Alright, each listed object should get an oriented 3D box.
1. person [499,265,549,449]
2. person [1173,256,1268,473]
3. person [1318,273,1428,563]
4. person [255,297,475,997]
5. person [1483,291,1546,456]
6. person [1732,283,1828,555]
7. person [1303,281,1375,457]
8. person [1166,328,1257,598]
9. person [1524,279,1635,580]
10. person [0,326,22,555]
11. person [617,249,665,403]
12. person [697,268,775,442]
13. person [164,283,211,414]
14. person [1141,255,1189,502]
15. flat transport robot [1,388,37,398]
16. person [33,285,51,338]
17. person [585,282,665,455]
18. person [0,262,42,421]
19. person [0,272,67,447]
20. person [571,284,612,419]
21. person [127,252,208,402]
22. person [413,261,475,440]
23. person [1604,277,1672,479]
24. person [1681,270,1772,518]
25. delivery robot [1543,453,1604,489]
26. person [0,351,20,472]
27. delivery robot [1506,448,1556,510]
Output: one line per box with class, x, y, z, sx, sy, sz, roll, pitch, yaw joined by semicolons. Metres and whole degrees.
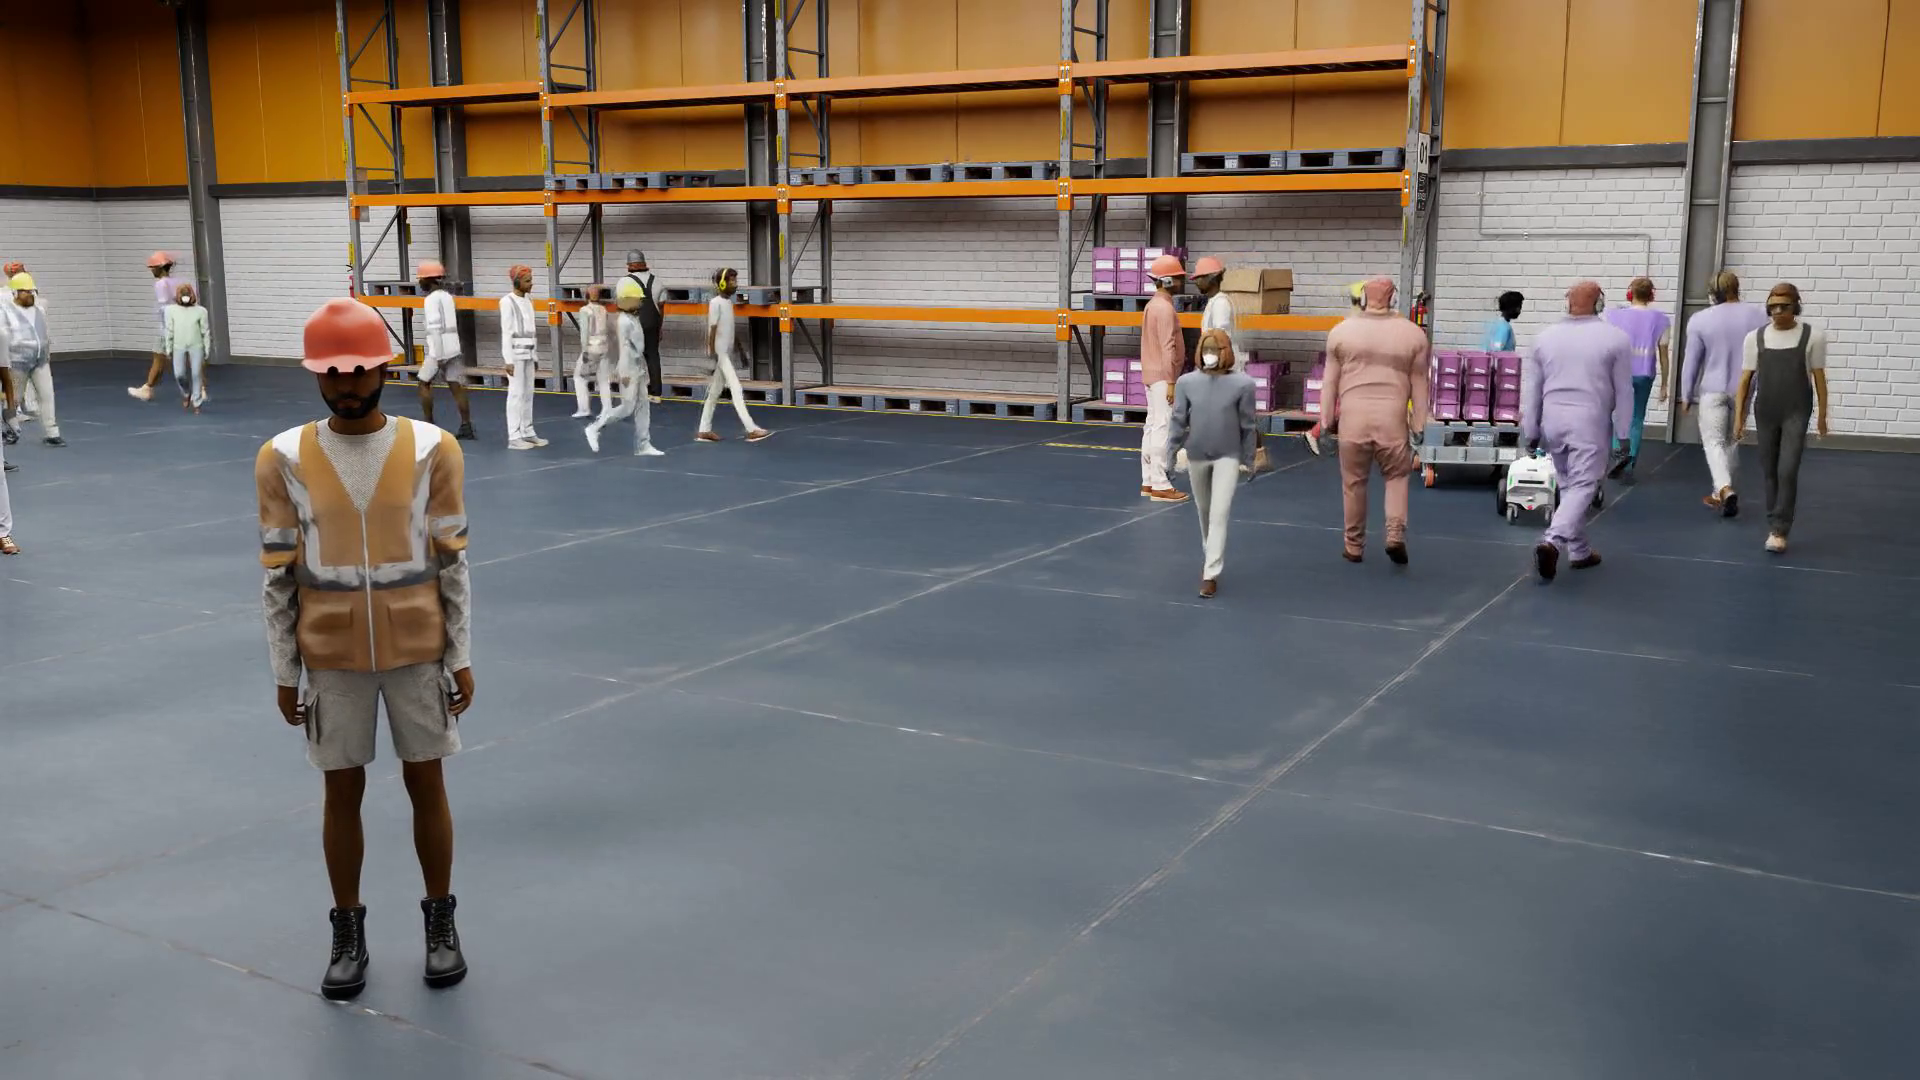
person;-4.495;-1.870;17.056;0.353;1.880;0.578;2;10;14
person;2.347;-1.576;15.127;1.074;1.972;0.741;0;10;-2
person;2.668;-0.775;10.781;0.674;1.894;0.485;1;10;8
person;-1.618;0.306;4.579;0.542;1.933;0.382;-3;10;-17
person;5.246;-1.613;16.240;0.899;1.638;0.557;2;10;9
person;5.510;-0.815;11.228;0.552;1.815;0.792;8;13;40
person;3.809;-1.656;16.233;0.789;1.745;0.527;2;10;12
person;1.527;-0.496;10.083;0.522;1.588;0.866;4;11;22
person;3.846;-0.698;10.433;0.903;1.871;0.651;-9;14;-42
person;-6.564;-0.811;11.078;0.531;1.867;0.316;-7;12;-34
person;-4.240;-2.806;21.884;0.686;2.000;0.535;-9;13;-40
person;-2.379;-1.936;17.548;0.933;1.826;0.542;1;10;8
person;-9.526;-2.362;20.543;0.516;1.619;0.382;-4;11;-21
person;1.661;-1.315;13.563;0.375;1.997;0.611;-1;10;-7
flat transport robot;-13.285;-2.089;22.832;1.431;0.197;0.652;6;12;29
person;-13.397;-2.971;23.991;0.511;1.619;0.530;-5;11;-26
person;-3.310;-1.672;16.373;0.680;1.721;0.489;0;10;2
person;-11.168;-2.357;19.783;0.345;1.882;0.584;3;11;18
person;-9.689;-1.862;17.205;0.866;1.803;0.594;5;11;28
person;-4.428;-2.237;19.842;0.599;1.620;0.541;4;11;24
person;-10.558;-2.819;22.112;1.055;1.983;0.632;1;10;5
person;-5.576;-1.998;17.684;0.821;1.907;0.548;2;10;12
person;5.978;-1.419;14.721;0.590;1.806;0.818;2;10;11
person;5.880;-1.115;12.745;0.646;1.900;0.913;2;10;9
delivery robot;4.764;-0.551;13.055;0.707;0.478;0.477;-10;14;-43
person;-8.822;-1.494;15.034;0.404;1.837;0.590;-1;10;-4
delivery robot;4.296;-0.451;12.490;0.477;0.478;0.707;4;11;19
